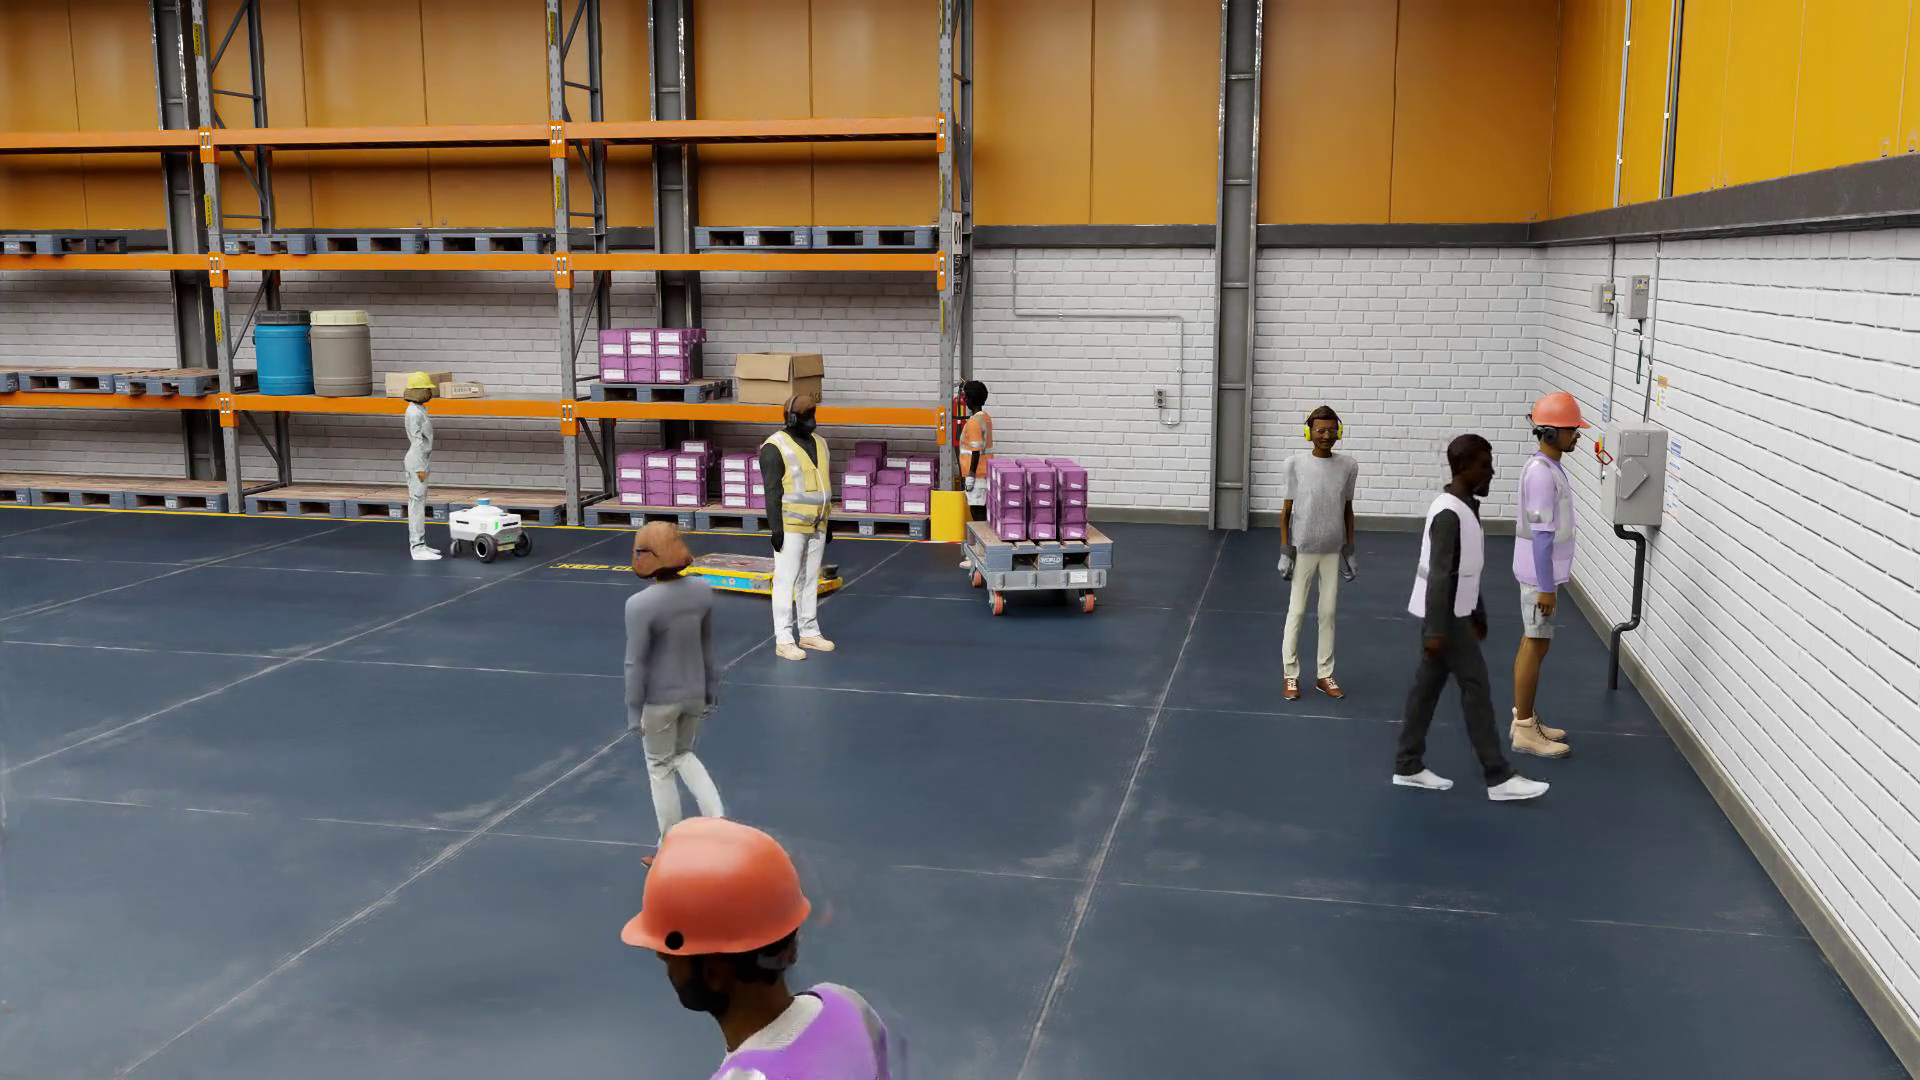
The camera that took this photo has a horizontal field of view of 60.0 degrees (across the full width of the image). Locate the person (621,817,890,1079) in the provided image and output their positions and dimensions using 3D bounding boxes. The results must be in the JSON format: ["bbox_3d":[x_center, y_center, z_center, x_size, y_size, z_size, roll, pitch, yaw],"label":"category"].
[{"bbox_3d":[-0.220,1.381,2.709,0.641,1.914,0.562,3,10,17],"label":"person"}]

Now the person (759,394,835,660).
[{"bbox_3d":[-1.111,-0.098,11.677,0.429,1.845,0.625,6,12,34],"label":"person"}]

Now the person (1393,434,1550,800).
[{"bbox_3d":[2.677,0.404,8.562,0.883,1.882,0.620,4,10,21],"label":"person"}]

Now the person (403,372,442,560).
[{"bbox_3d":[-5.009,-0.694,15.492,0.311,1.744,0.486,-3,10,-15],"label":"person"}]

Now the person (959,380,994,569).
[{"bbox_3d":[0.148,-0.591,15.013,0.315,1.698,0.541,2,10,12],"label":"person"}]

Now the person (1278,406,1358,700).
[{"bbox_3d":[2.269,0.083,10.533,0.508,1.867,0.329,-1,10,-7],"label":"person"}]

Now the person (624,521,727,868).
[{"bbox_3d":[-1.283,0.717,7.478,0.412,1.618,0.516,8,12,38],"label":"person"}]

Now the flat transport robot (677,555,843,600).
[{"bbox_3d":[-1.770,0.294,13.998,1.431,0.197,0.652,5,11,25],"label":"flat transport robot"}]

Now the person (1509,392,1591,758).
[{"bbox_3d":[3.309,0.190,9.377,0.371,2.044,0.608,3,10,18],"label":"person"}]

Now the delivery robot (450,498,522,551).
[{"bbox_3d":[-4.422,-0.147,15.494,0.707,0.478,0.477,7,12,34],"label":"delivery robot"}]
